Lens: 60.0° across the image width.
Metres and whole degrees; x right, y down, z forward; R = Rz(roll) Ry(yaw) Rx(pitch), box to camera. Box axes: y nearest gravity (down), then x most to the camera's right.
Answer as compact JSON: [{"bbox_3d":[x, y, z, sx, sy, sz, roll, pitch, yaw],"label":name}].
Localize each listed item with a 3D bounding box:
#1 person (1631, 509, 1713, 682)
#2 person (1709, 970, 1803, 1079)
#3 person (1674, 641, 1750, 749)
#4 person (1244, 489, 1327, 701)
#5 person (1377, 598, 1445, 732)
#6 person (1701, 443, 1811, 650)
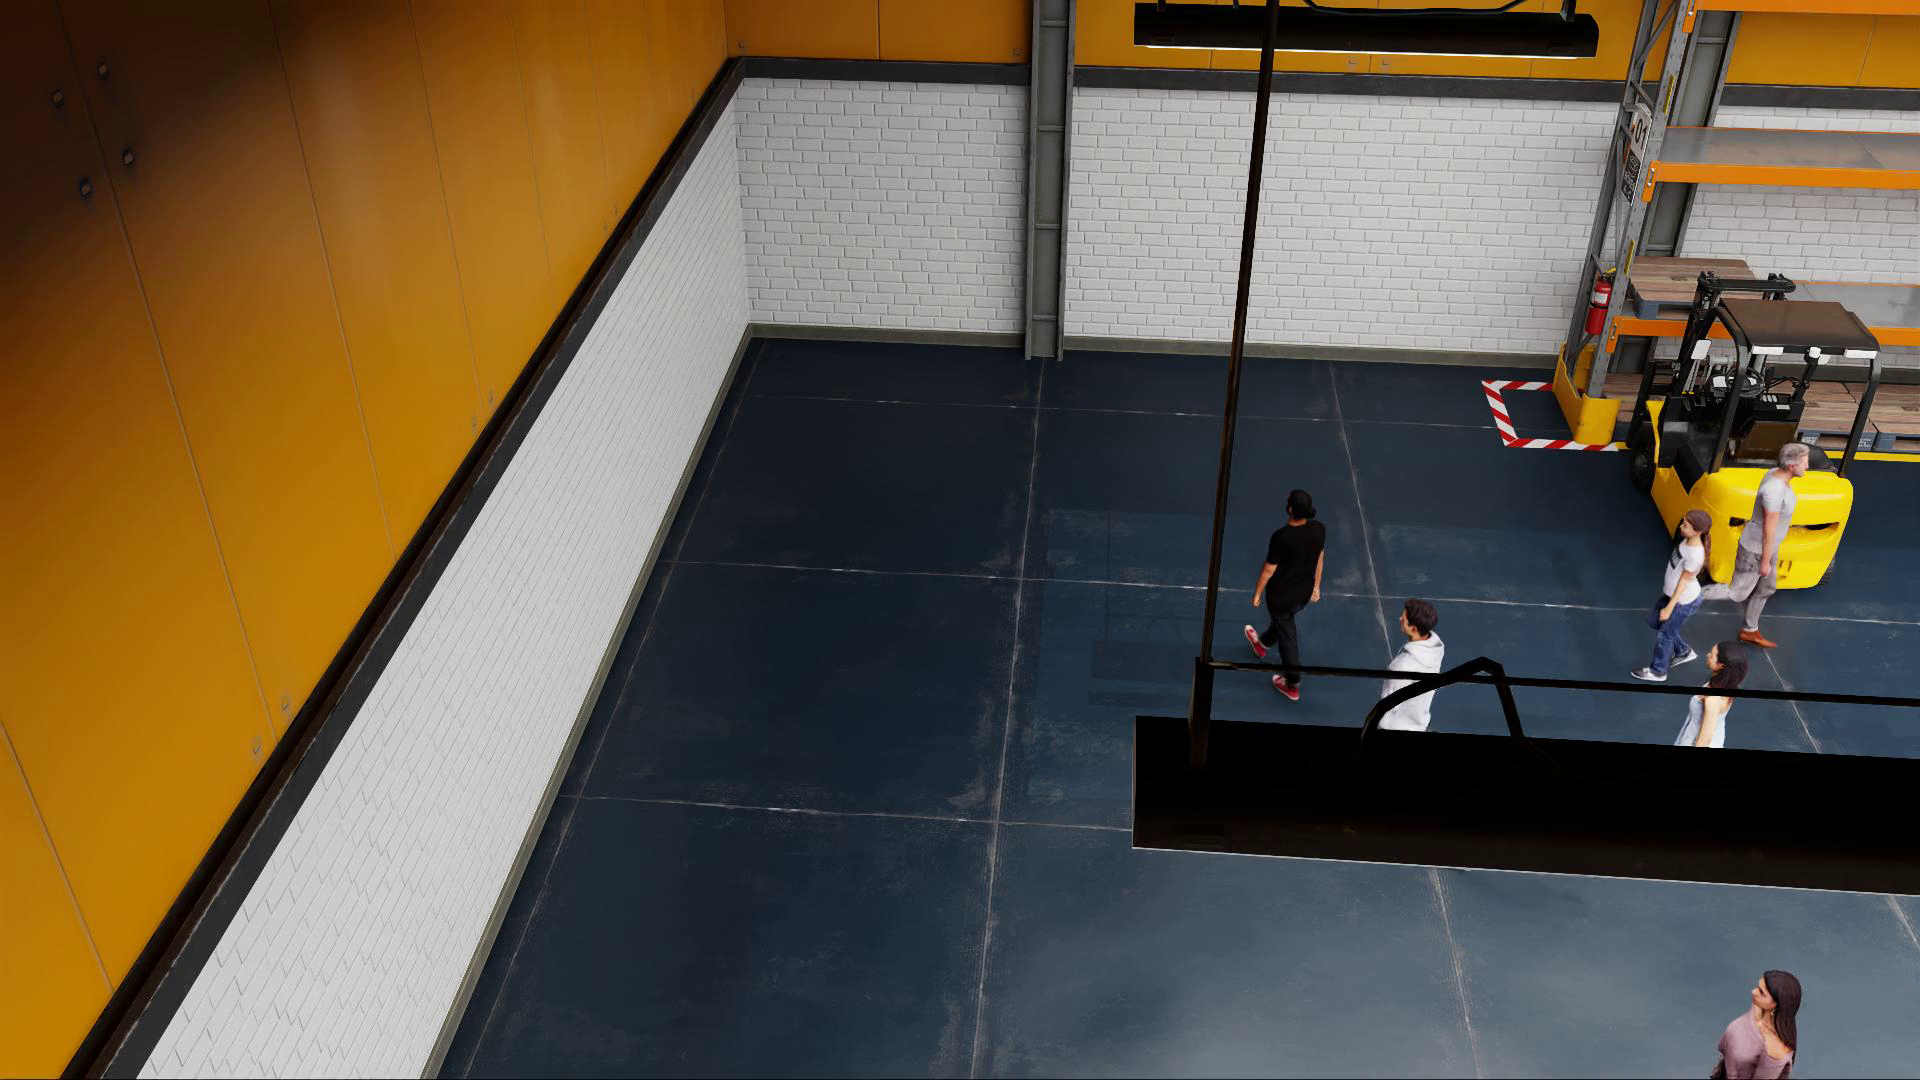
[{"bbox_3d":[5.517,0.443,12.600,0.705,1.555,0.571,8,35,12],"label":"person"},{"bbox_3d":[4.134,2.928,8.640,0.738,1.800,0.677,6,34,10],"label":"person"},{"bbox_3d":[4.909,1.378,11.035,0.678,1.730,0.670,20,39,27],"label":"person"},{"bbox_3d":[2.519,0.442,12.444,1.075,1.730,1.071,-19,38,-26],"label":"person"},{"bbox_3d":[3.028,1.263,11.050,1.209,1.905,0.984,19,38,26],"label":"person"},{"bbox_3d":[6.141,0.036,12.990,1.215,1.801,1.026,20,38,27],"label":"person"}]
